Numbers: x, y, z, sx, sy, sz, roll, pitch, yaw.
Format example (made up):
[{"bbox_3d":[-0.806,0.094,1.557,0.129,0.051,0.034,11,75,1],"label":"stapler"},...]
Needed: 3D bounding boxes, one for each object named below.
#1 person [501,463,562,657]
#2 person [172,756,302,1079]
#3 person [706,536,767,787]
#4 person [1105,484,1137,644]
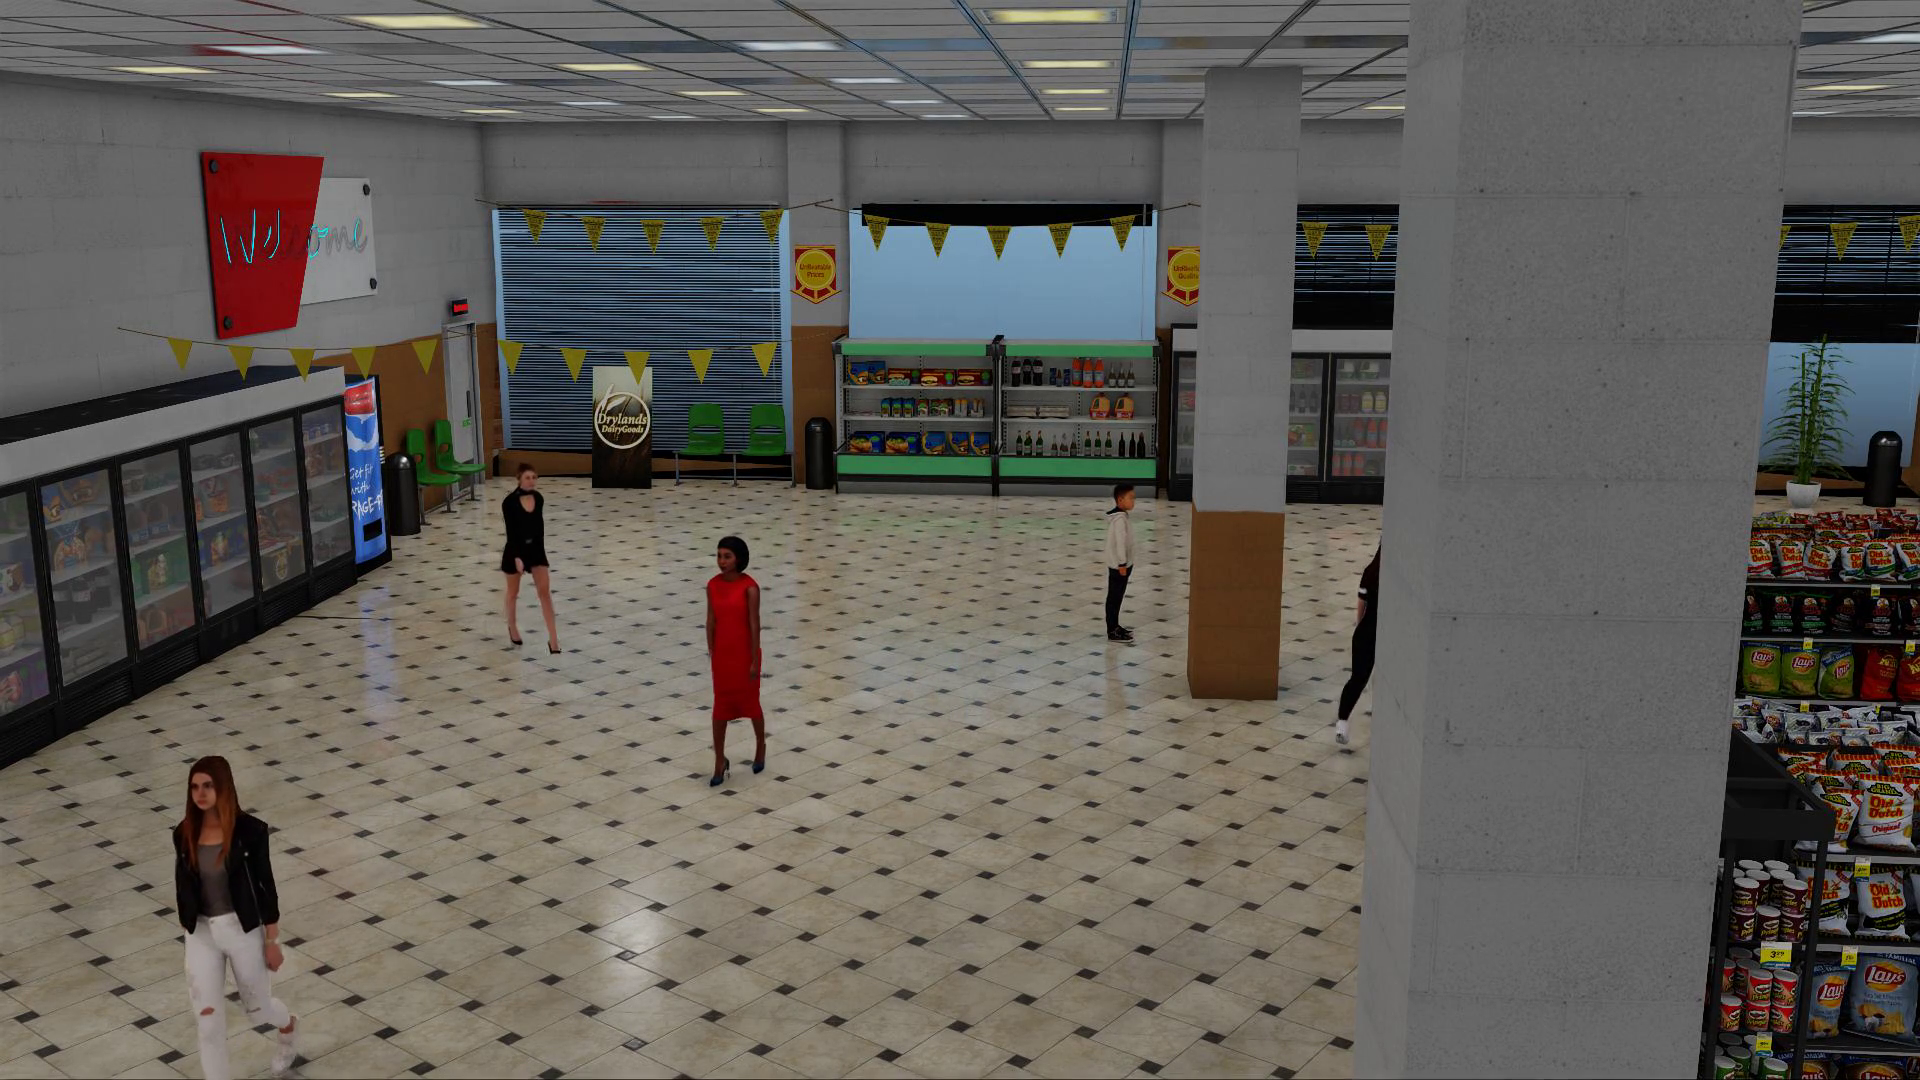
[{"bbox_3d":[-3.889,0.190,14.757,1.106,1.700,1.151,-10,15,-39],"label":"person"},{"bbox_3d":[-3.207,1.755,7.379,1.016,1.677,0.724,0,12,-1],"label":"person"},{"bbox_3d":[-1.539,0.824,11.642,0.758,1.742,0.719,4,12,16],"label":"person"},{"bbox_3d":[1.460,0.201,15.309,0.499,1.450,0.571,1,12,7],"label":"person"}]
